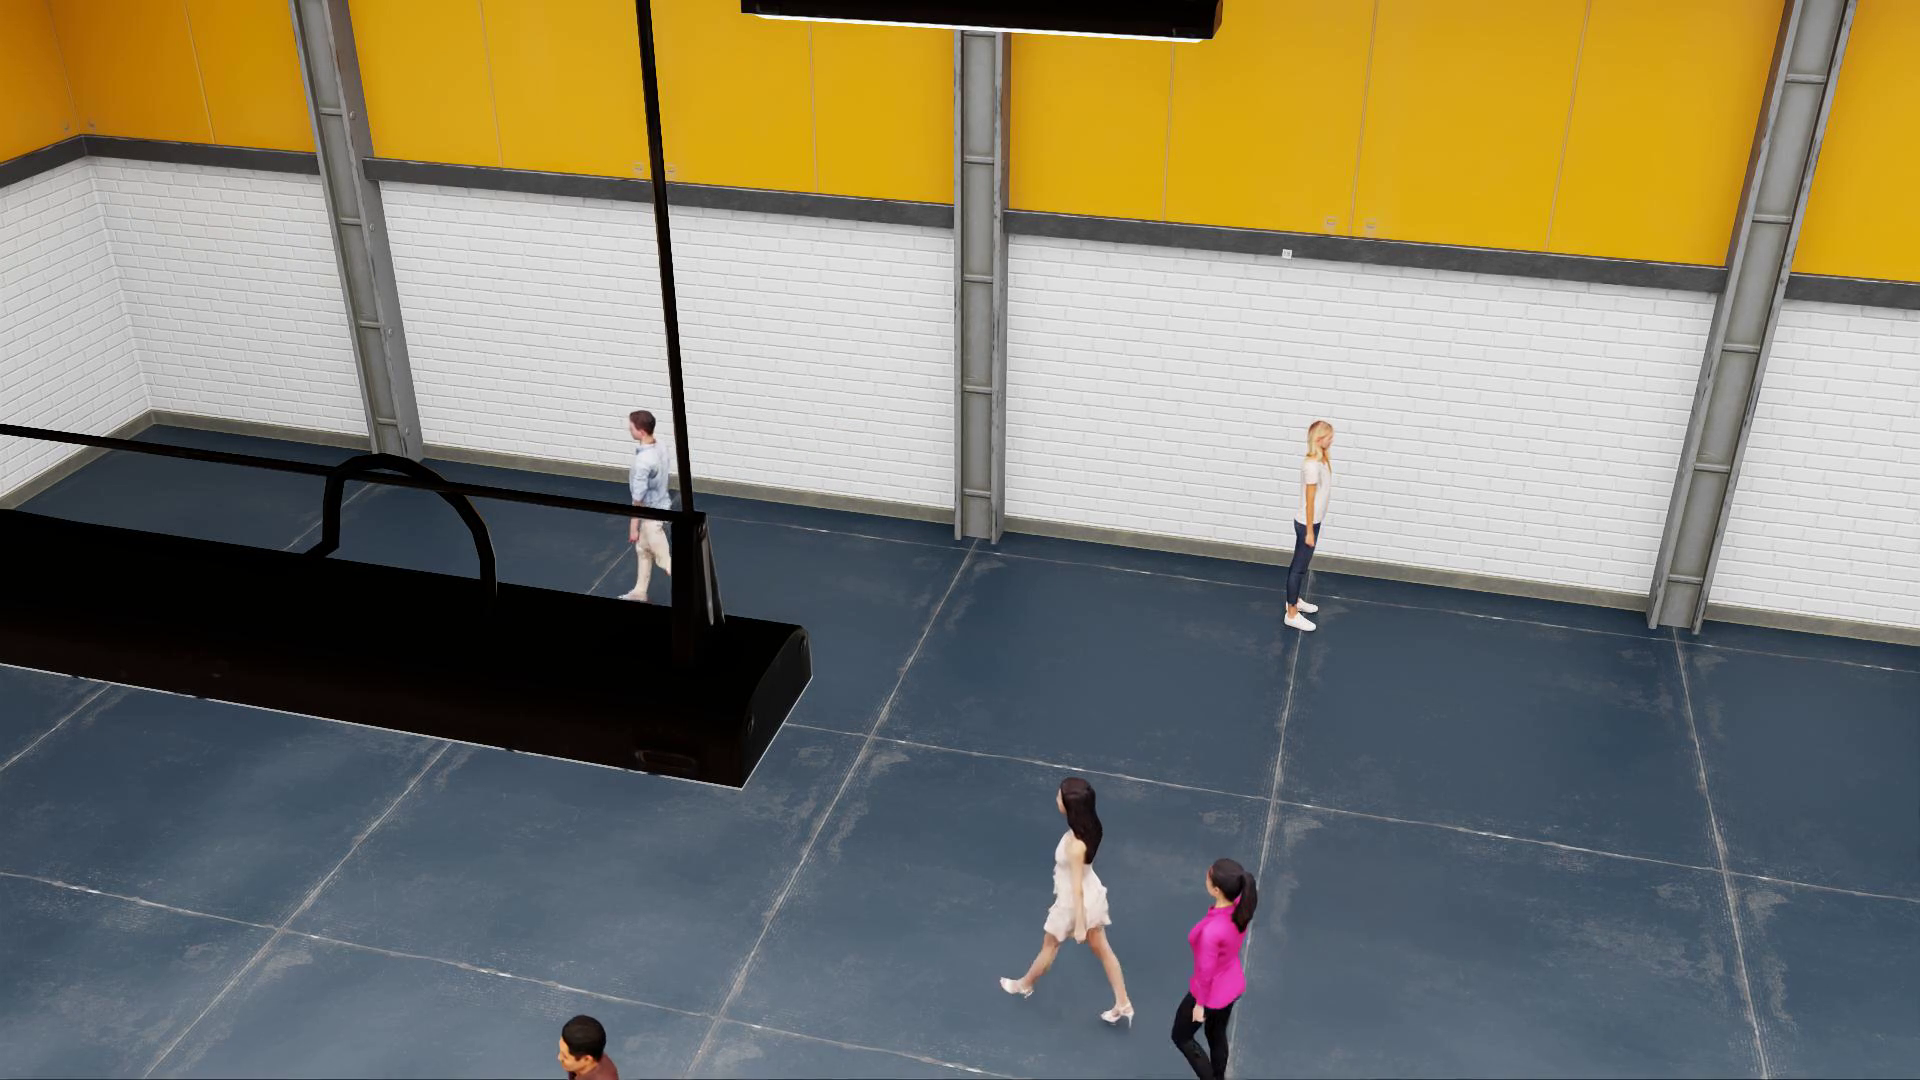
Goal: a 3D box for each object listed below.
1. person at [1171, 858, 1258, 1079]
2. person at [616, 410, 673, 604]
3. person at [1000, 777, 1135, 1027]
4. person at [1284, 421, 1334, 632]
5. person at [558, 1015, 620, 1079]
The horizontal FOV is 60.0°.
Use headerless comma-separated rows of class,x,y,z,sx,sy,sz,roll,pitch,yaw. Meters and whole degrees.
person,1.453,2.458,8.950,0.734,1.688,0.692,19,34,31
person,-2.440,-0.191,13.651,1.092,1.826,0.740,4,29,8
person,0.775,2.130,9.546,1.069,1.684,0.683,10,30,18
person,2.838,-0.145,13.586,0.489,1.808,0.597,8,30,14
person,-1.598,2.950,7.967,1.036,1.755,0.968,-15,32,-25
